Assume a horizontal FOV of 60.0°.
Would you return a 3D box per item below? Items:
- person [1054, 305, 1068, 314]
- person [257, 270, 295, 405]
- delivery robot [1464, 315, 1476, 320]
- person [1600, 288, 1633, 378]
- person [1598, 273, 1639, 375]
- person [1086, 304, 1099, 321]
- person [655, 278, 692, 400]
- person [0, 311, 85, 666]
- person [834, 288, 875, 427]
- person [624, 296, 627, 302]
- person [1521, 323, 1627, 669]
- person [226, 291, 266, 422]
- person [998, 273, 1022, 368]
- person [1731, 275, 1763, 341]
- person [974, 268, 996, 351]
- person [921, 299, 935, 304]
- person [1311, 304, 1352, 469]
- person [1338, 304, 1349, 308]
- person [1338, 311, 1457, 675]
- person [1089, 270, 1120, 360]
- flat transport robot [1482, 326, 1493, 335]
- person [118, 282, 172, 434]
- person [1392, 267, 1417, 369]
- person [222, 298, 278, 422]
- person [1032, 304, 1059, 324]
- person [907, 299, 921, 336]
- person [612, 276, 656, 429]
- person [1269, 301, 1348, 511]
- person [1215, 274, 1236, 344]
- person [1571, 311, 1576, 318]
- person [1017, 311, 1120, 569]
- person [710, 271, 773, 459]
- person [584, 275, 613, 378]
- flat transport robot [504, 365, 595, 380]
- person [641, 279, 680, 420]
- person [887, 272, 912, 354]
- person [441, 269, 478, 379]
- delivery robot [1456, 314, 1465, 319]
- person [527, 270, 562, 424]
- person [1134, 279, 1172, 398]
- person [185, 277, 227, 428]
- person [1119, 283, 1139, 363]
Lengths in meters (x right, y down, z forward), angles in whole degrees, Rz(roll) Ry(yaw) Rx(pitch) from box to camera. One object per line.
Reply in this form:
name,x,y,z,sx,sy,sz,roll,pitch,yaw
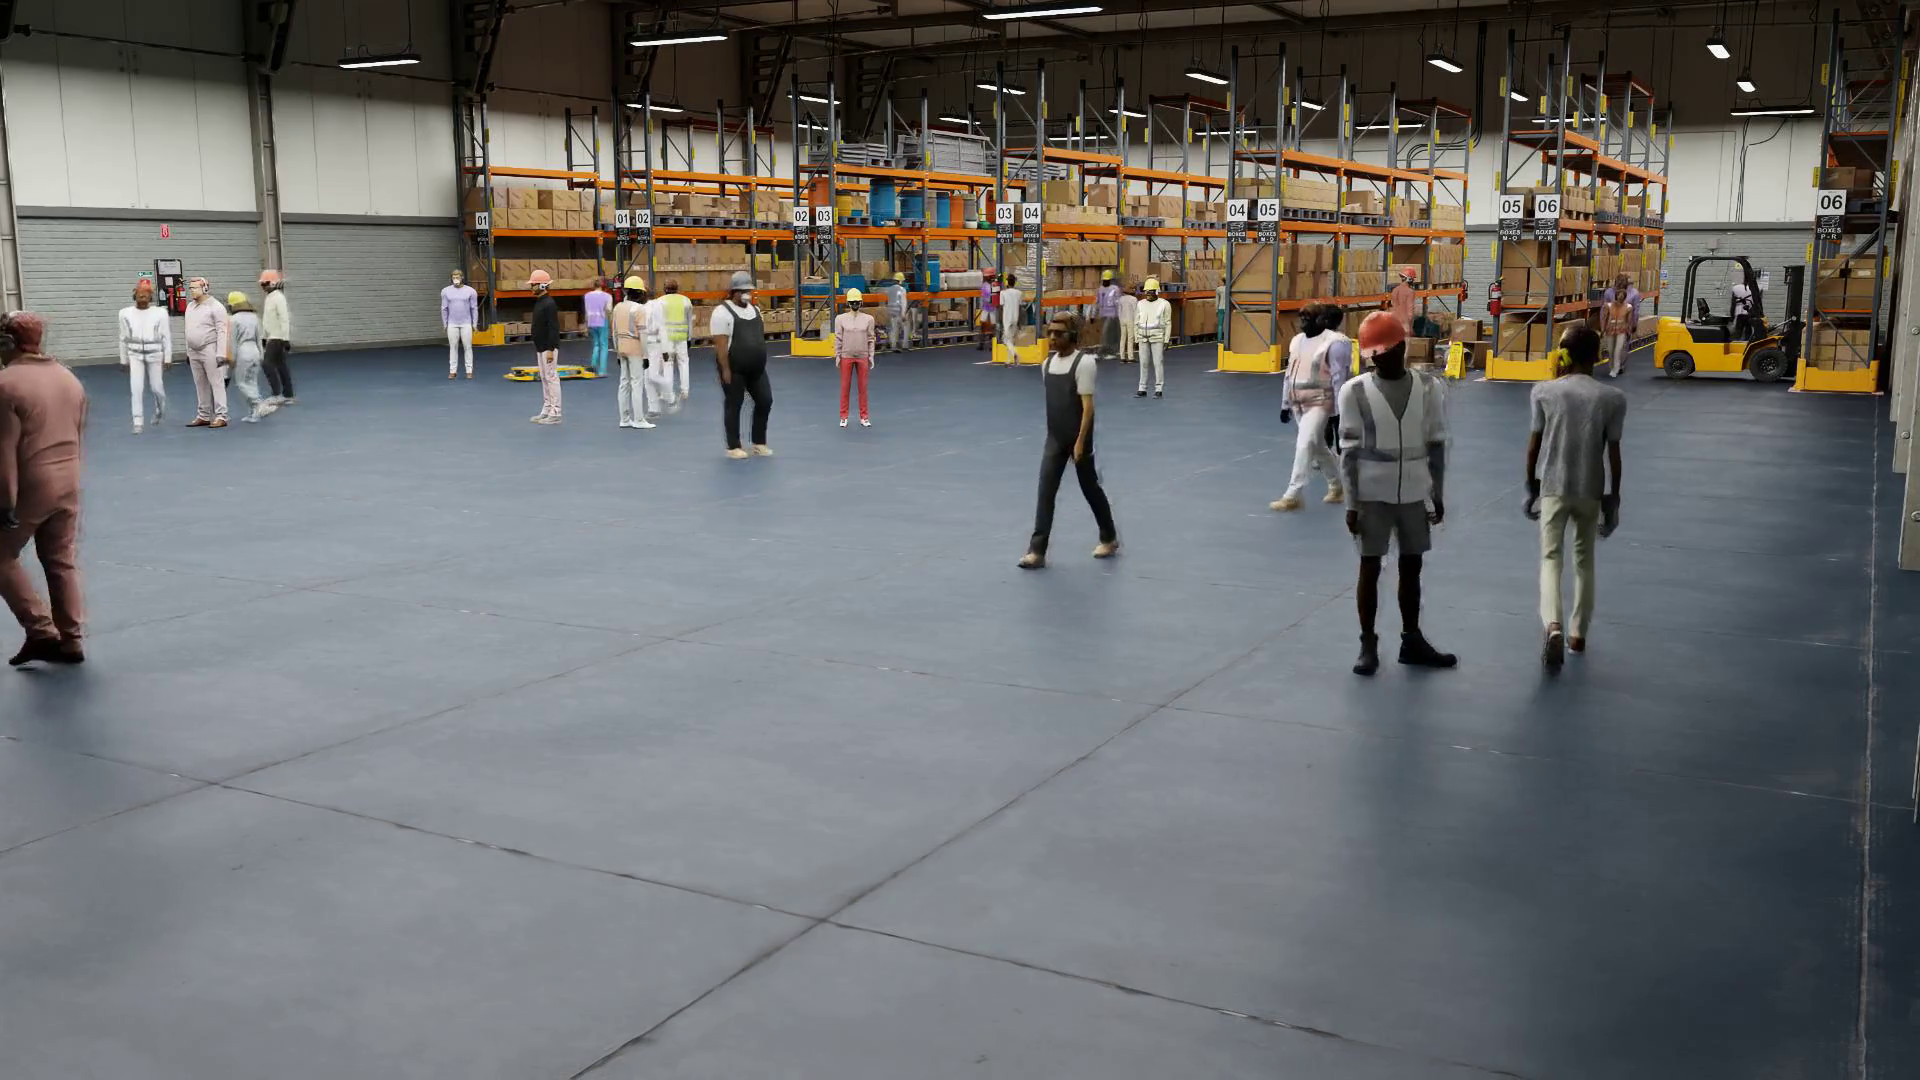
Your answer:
person,2.632,-6.185,43.920,0.541,1.749,0.566,4,11,24
person,-10.070,-2.948,24.279,0.633,1.970,0.635,-6,12,-33
delivery robot,13.863,-5.915,45.538,0.707,0.478,0.477,-1,10,-9
person,11.819,-3.727,29.923,0.517,1.605,0.770,5,11,28
person,12.177,-3.995,30.785,0.673,1.852,0.991,5,11,28
person,3.552,-6.341,44.658,0.495,1.811,0.989,5,11,28
person,-4.373,-3.053,25.297,0.621,1.845,0.429,-6,11,-32
person,-4.912,-0.258,8.795,0.449,1.887,0.670,2,10,12
person,-1.342,-2.325,21.257,0.525,1.769,0.313,-2,10,-12
person,-6.721,-4.512,34.445,0.502,1.631,0.284,4,10,21
person,3.266,-0.240,8.877,0.497,1.835,0.841,3,10,15
person,-9.329,-2.394,21.794,0.444,1.712,0.499,4,10,22
person,0.995,-4.230,32.185,0.521,1.851,0.720,-5,11,-27
person,16.430,-4.703,34.759,0.587,1.908,0.485,6,12,33
person,0.637,-5.271,38.103,0.551,1.903,0.869,5,11,25
person,-1.089,-7.783,52.699,0.618,1.943,0.698,5,11,28
person,3.743,-1.530,16.799,0.317,1.695,0.540,-3,10,-18
person,9.472,-5.736,41.663,0.531,1.617,0.688,1,10,3
person,2.314,-0.228,8.632,0.727,1.900,0.399,-1,10,-5
person,2.985,-4.684,34.738,0.928,1.868,0.646,-8,12,-38
flat transport robot,14.743,-5.756,45.714,0.652,0.197,1.431,4,10,20
person,-10.106,-2.268,20.658,0.605,1.863,0.686,-3,10,-18
person,7.841,-3.818,29.357,0.400,1.986,0.614,-3,10,-19
person,-9.499,-2.387,21.959,0.544,1.627,0.919,5,11,25
person,1.945,-5.211,37.676,0.629,1.933,0.359,0,10,1
person,-1.289,-5.985,43.109,0.530,1.604,0.693,3,10,17
person,-4.132,-2.364,21.031,0.590,1.920,0.388,8,12,38
person,3.084,-1.171,14.400,0.955,1.798,0.641,-5,11,-27
person,6.434,-5.561,40.204,0.533,1.767,0.326,6,11,30
person,16.910,-6.473,45.282,0.651,1.861,0.989,-10,14,-44
person,0.797,-0.719,11.788,0.534,1.806,0.978,9,13,42
person,-2.306,-1.876,17.823,0.606,2.000,0.695,9,13,43
person,-6.416,-3.796,29.673,0.600,1.828,0.449,4,11,24
flat transport robot,-7.239,-2.954,29.305,1.431,0.197,0.652,-7,12,-35
person,-4.110,-2.534,22.183,0.621,1.866,0.505,8,13,39
person,-1.324,-5.052,37.085,0.597,1.815,0.589,9,13,41
person,-8.844,-3.808,29.435,0.629,1.940,0.379,-1,10,-7
delivery robot,13.921,-6.012,46.107,0.477,0.478,0.707,-2,10,-15
person,-5.395,-2.499,21.604,0.391,1.995,0.613,-5,11,-27
person,2.933,-3.083,25.500,0.603,1.830,0.404,6,11,31
person,-9.617,-2.379,21.159,0.639,1.910,0.407,4,11,24
person,3.440,-4.421,33.918,0.286,1.632,0.501,-7,12,-37
